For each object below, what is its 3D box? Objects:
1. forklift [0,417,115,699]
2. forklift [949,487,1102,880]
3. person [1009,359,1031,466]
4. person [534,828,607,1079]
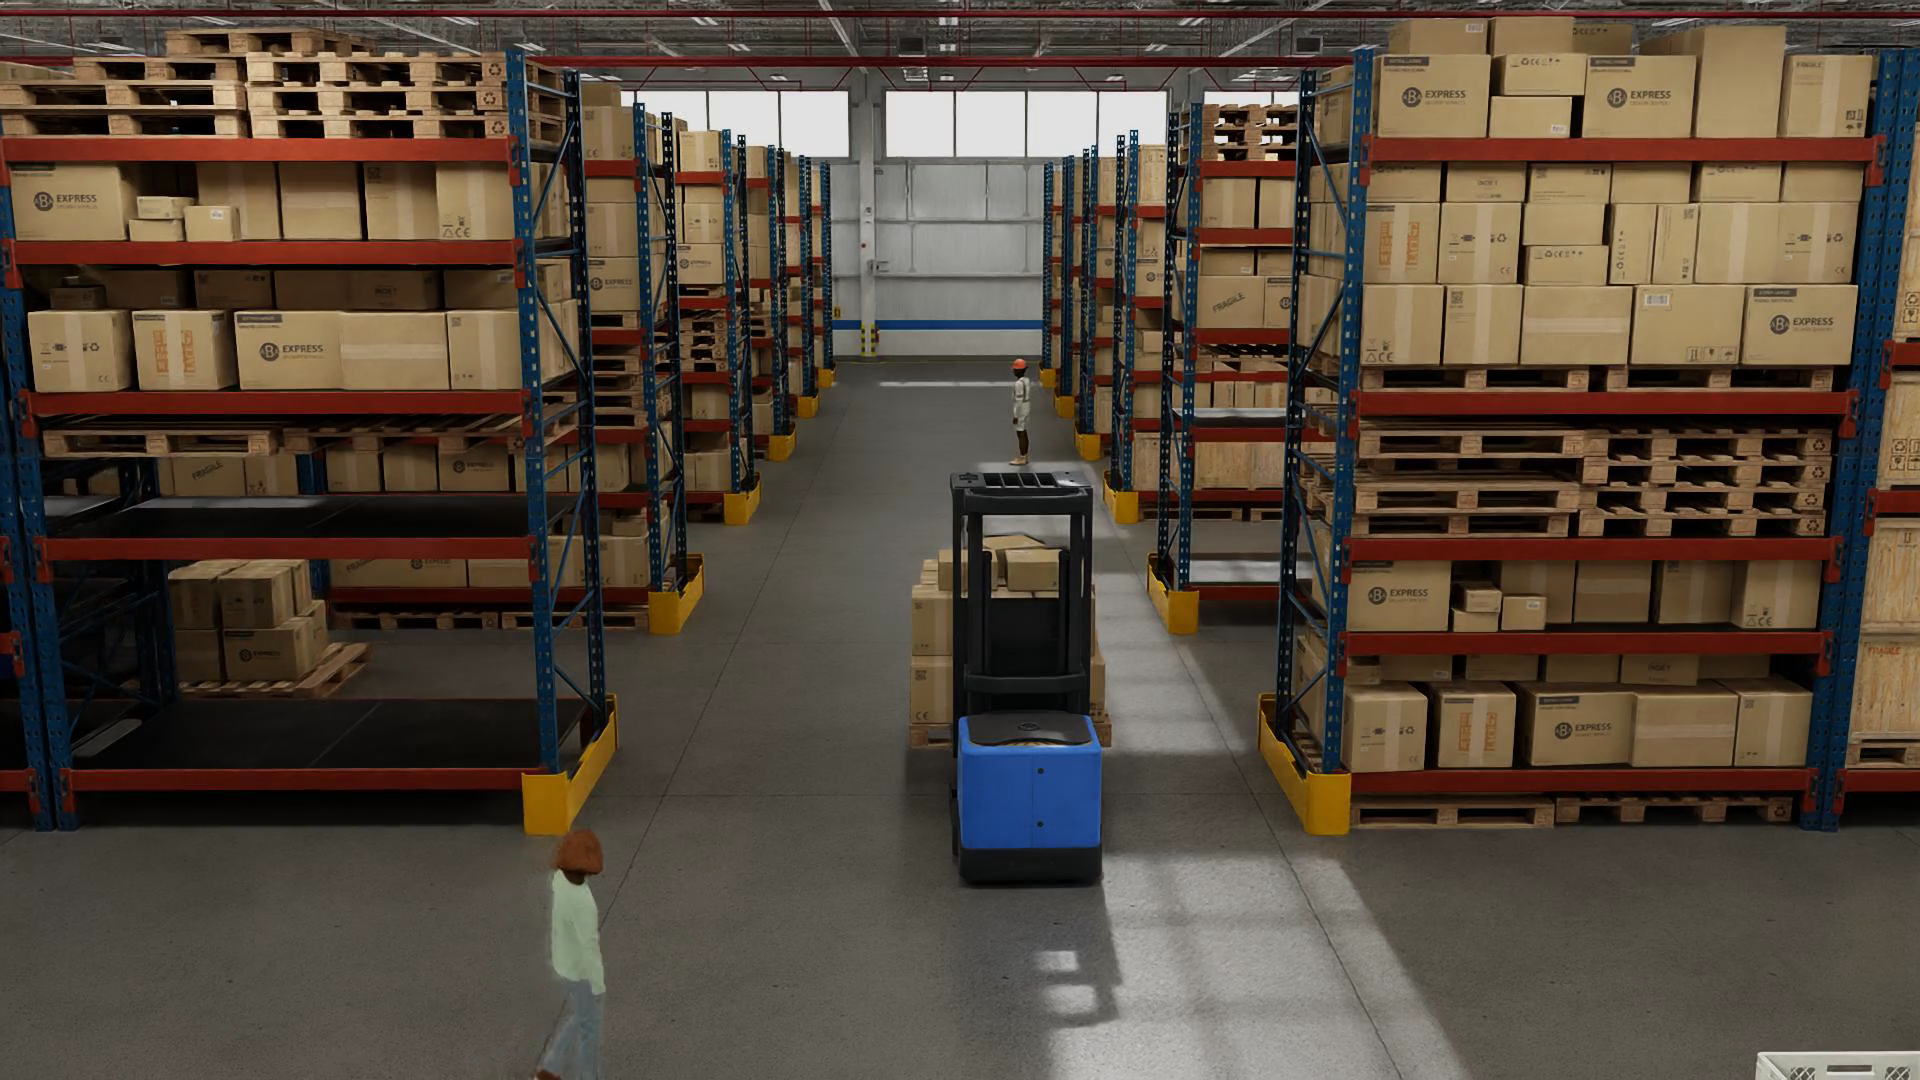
[{"bbox_3d":[-9.361,0.191,16.753,1.873,2.768,1.129,0,11,-1],"label":"forklift"},{"bbox_3d":[0.495,0.986,12.813,1.129,2.768,1.873,0,11,-2],"label":"forklift"},{"bbox_3d":[1.147,-2.449,31.922,0.379,2.044,0.607,4,12,17],"label":"person"},{"bbox_3d":[-2.096,2.363,9.116,0.382,1.625,0.517,-6,13,-28],"label":"person"}]
